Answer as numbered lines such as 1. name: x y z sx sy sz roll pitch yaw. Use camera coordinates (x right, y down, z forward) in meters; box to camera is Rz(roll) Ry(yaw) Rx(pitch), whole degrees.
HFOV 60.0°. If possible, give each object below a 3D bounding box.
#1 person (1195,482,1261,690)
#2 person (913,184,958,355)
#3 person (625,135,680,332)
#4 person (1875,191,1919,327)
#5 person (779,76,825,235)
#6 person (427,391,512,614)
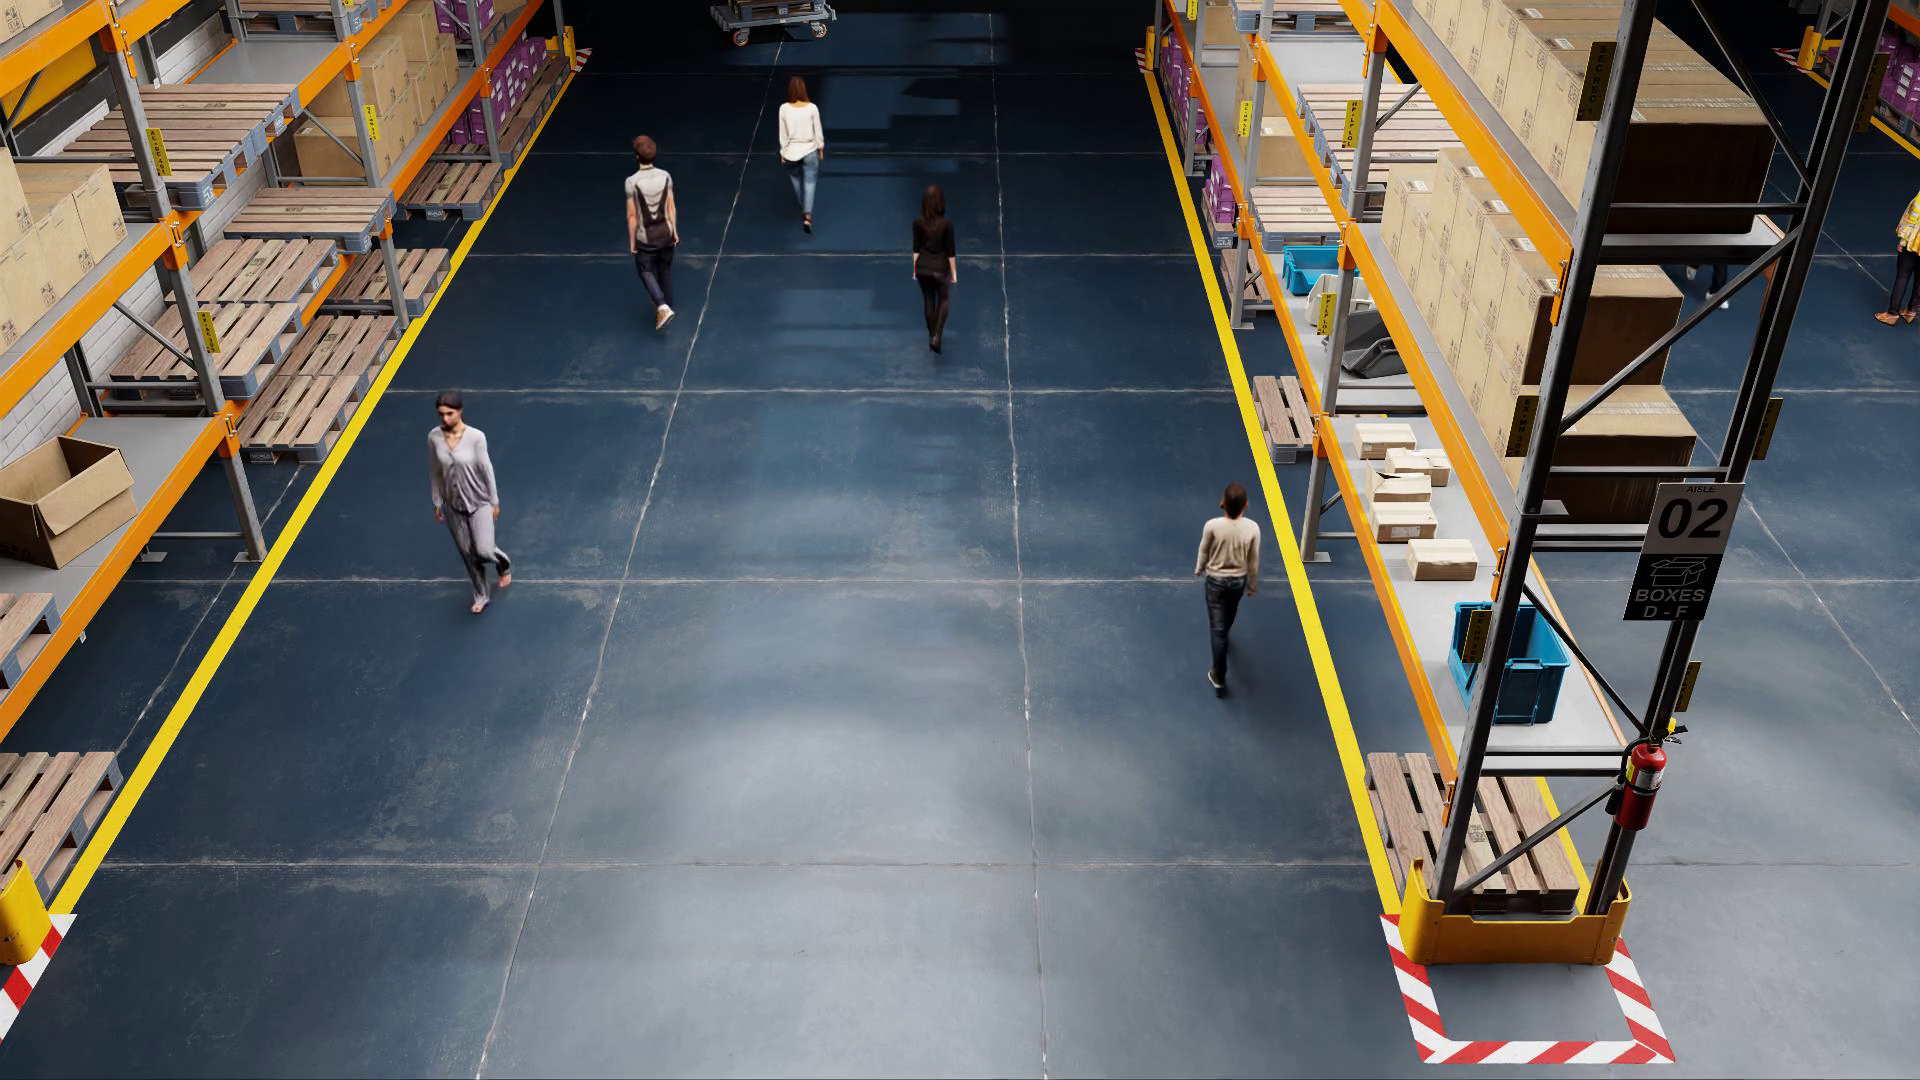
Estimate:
1. person: 1.807 0.338 11.250 0.599 1.426 1.012 -3 34 -5
2. person: -0.261 -2.436 15.240 0.672 1.628 0.861 7 34 10
3. person: -2.838 -2.829 15.601 0.911 1.883 1.048 -17 37 -24
4. person: 9.154 -2.829 15.808 0.781 1.655 0.818 -7 34 -11
5. person: -1.683 -4.058 17.663 0.640 1.648 1.024 2 34 3
6. person: -3.510 -0.319 11.934 0.644 1.763 0.730 4 34 6
